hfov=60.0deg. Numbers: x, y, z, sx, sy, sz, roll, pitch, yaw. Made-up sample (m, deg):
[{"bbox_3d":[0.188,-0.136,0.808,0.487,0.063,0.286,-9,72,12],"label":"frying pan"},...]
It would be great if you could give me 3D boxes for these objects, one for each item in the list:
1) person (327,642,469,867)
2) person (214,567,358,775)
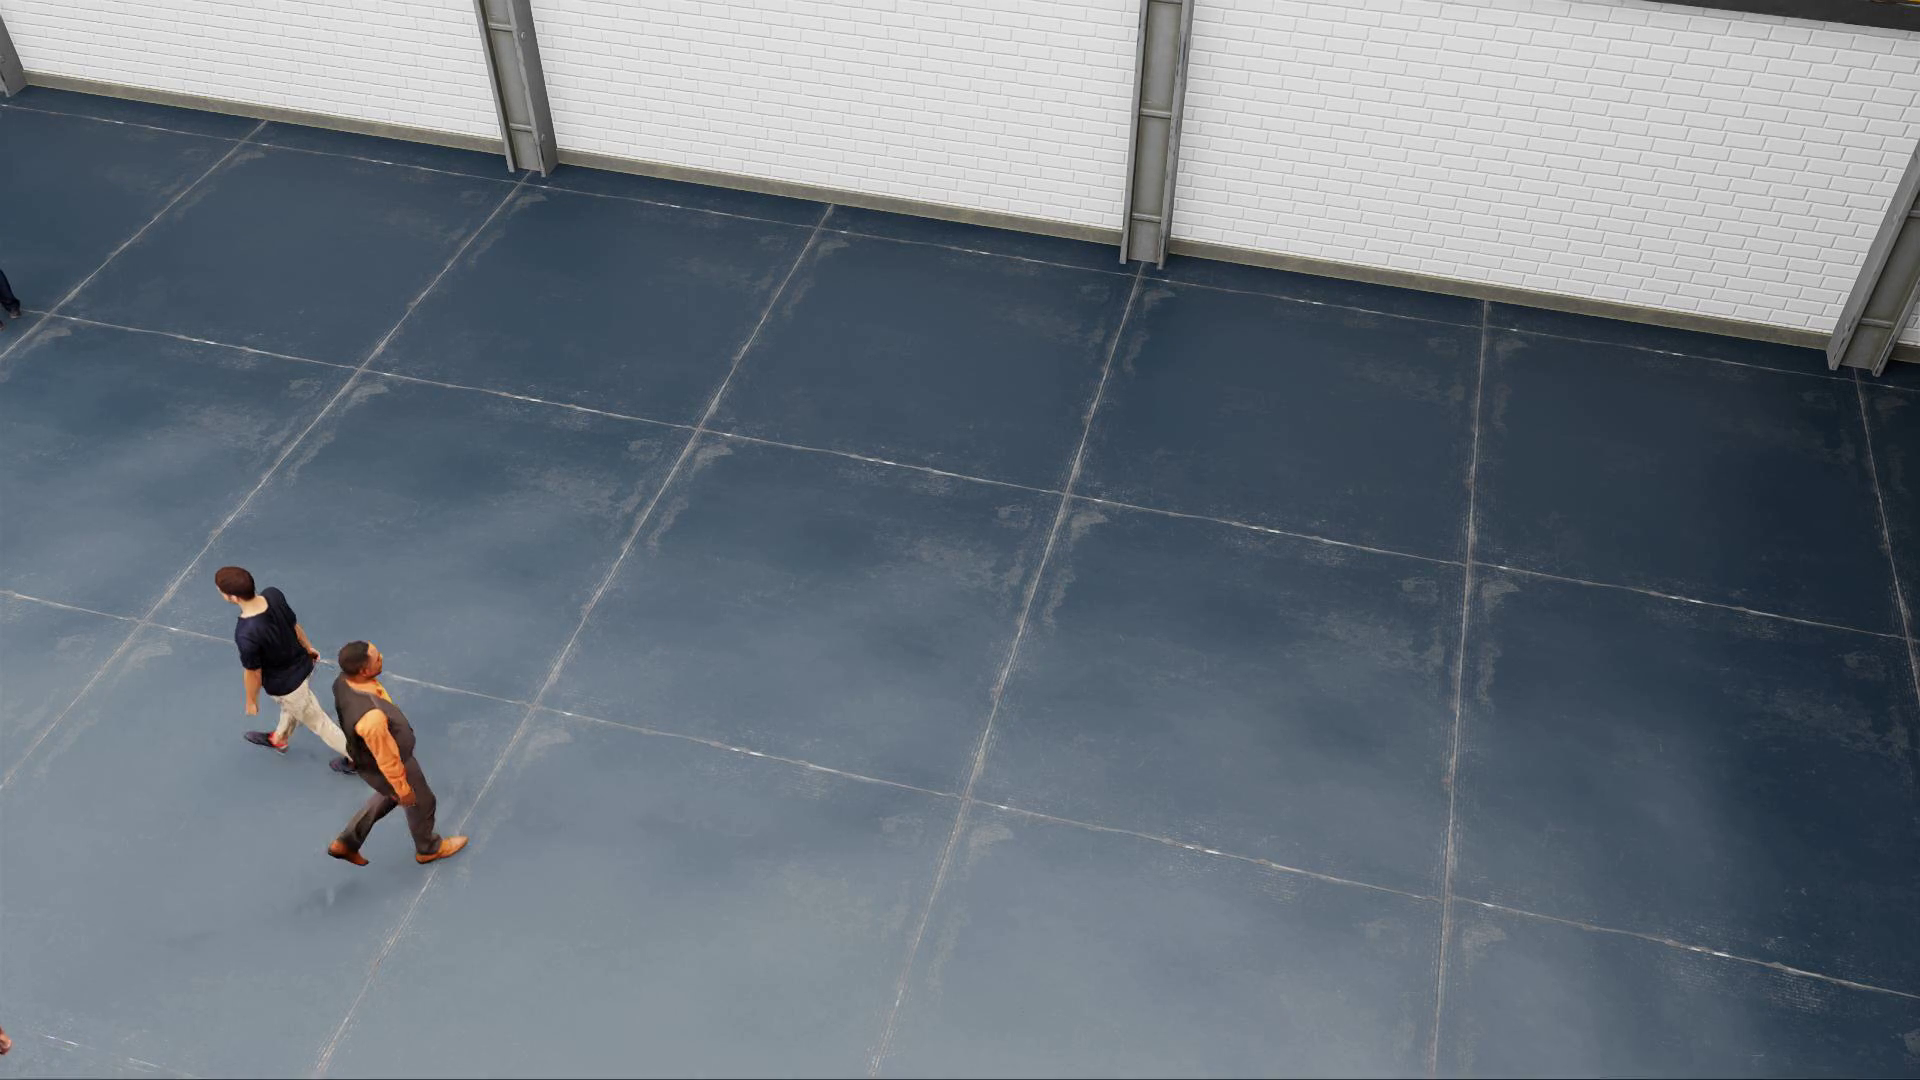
[{"bbox_3d":[-3.398,1.320,9.570,1.121,1.889,1.066,-22,48,-21],"label":"person"},{"bbox_3d":[-3.988,0.845,10.122,1.136,1.815,0.815,3,44,3],"label":"person"}]
